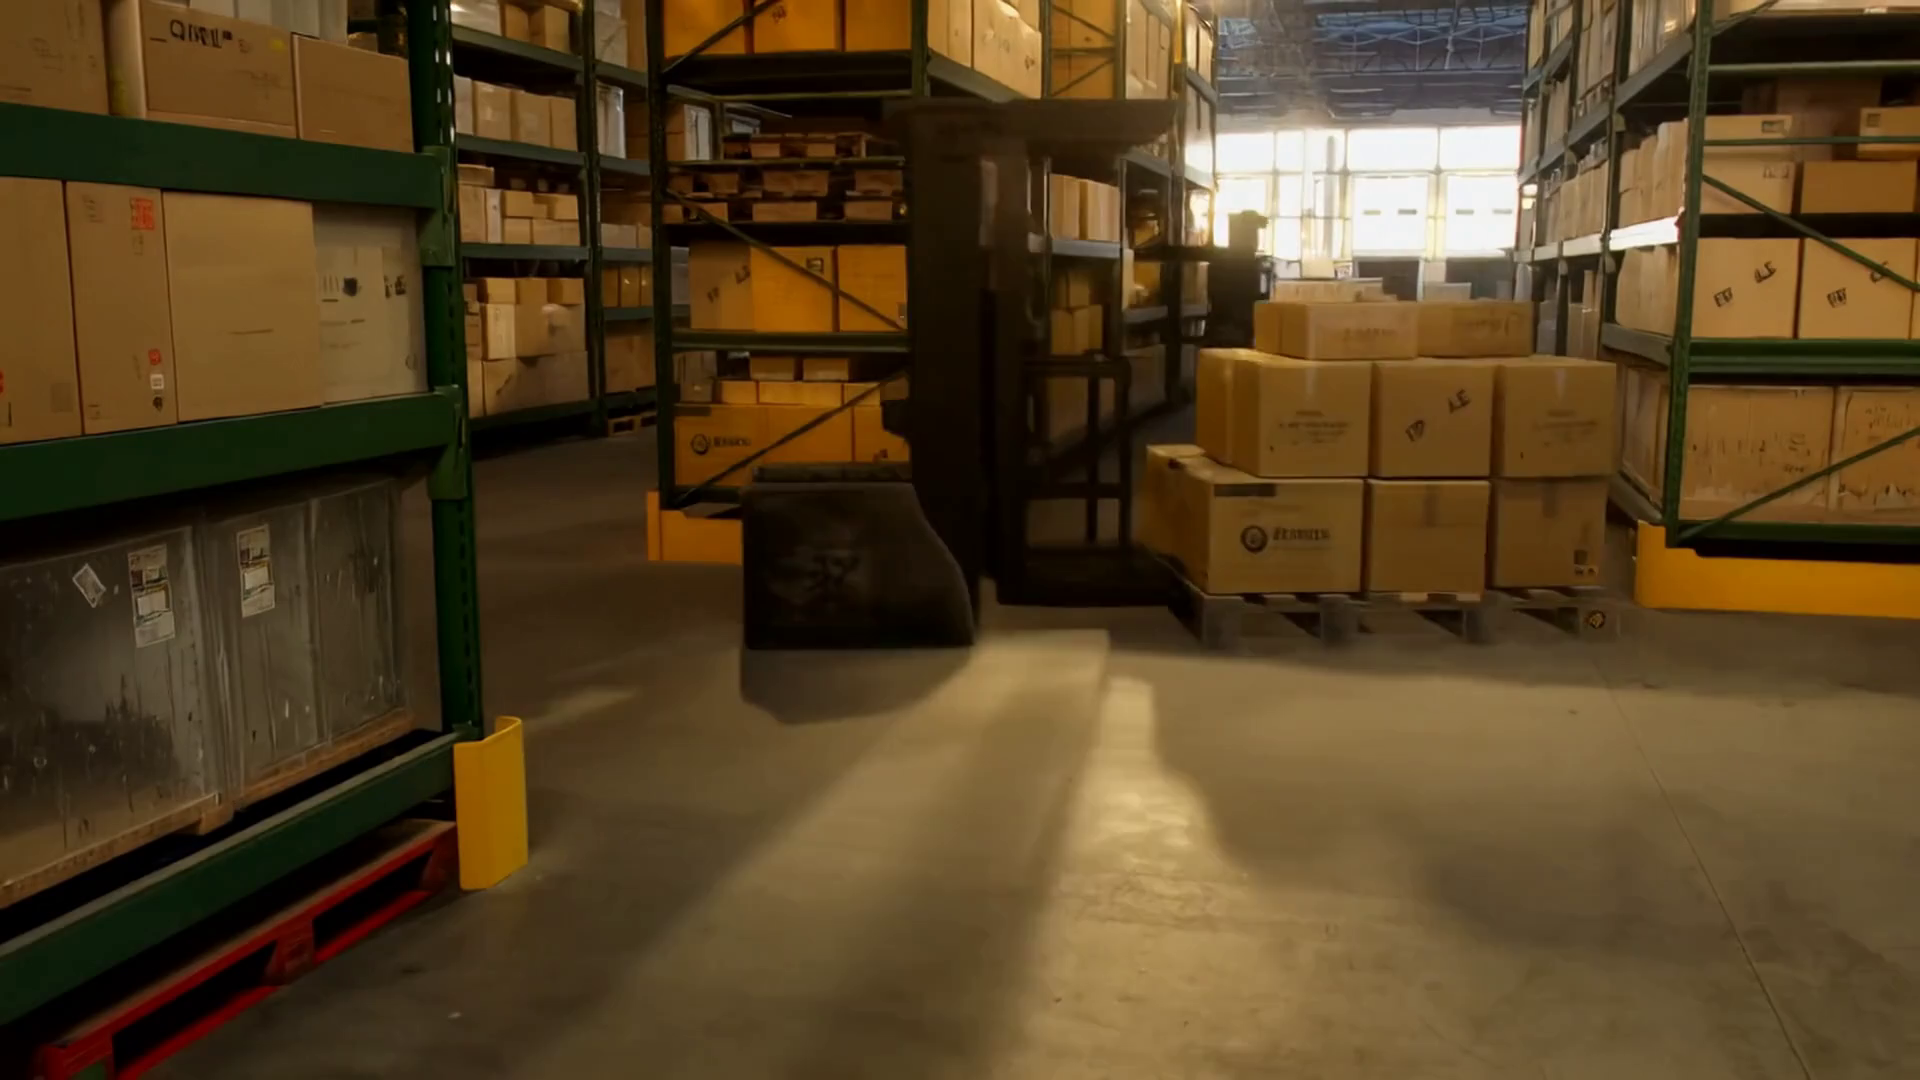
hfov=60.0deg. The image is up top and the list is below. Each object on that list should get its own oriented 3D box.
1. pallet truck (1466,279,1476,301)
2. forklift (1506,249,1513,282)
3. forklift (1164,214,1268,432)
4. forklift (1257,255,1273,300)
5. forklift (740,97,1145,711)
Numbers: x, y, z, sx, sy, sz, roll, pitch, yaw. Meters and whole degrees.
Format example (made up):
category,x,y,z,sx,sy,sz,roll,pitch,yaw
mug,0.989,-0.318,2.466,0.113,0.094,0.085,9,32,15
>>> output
category,x,y,z,sx,sy,sz,roll,pitch,yaw
pallet truck,18.896,-8.459,60.307,1.885,1.965,0.823,5,10,31
forklift,15.721,-6.740,46.596,1.129,2.768,1.873,1,9,8
forklift,3.689,-2.811,21.629,1.873,2.768,1.129,2,9,15
forklift,10.551,-8.662,58.805,1.129,2.768,1.873,2,9,15
forklift,-0.115,-0.669,8.023,1.873,2.768,1.129,-1,9,-4
